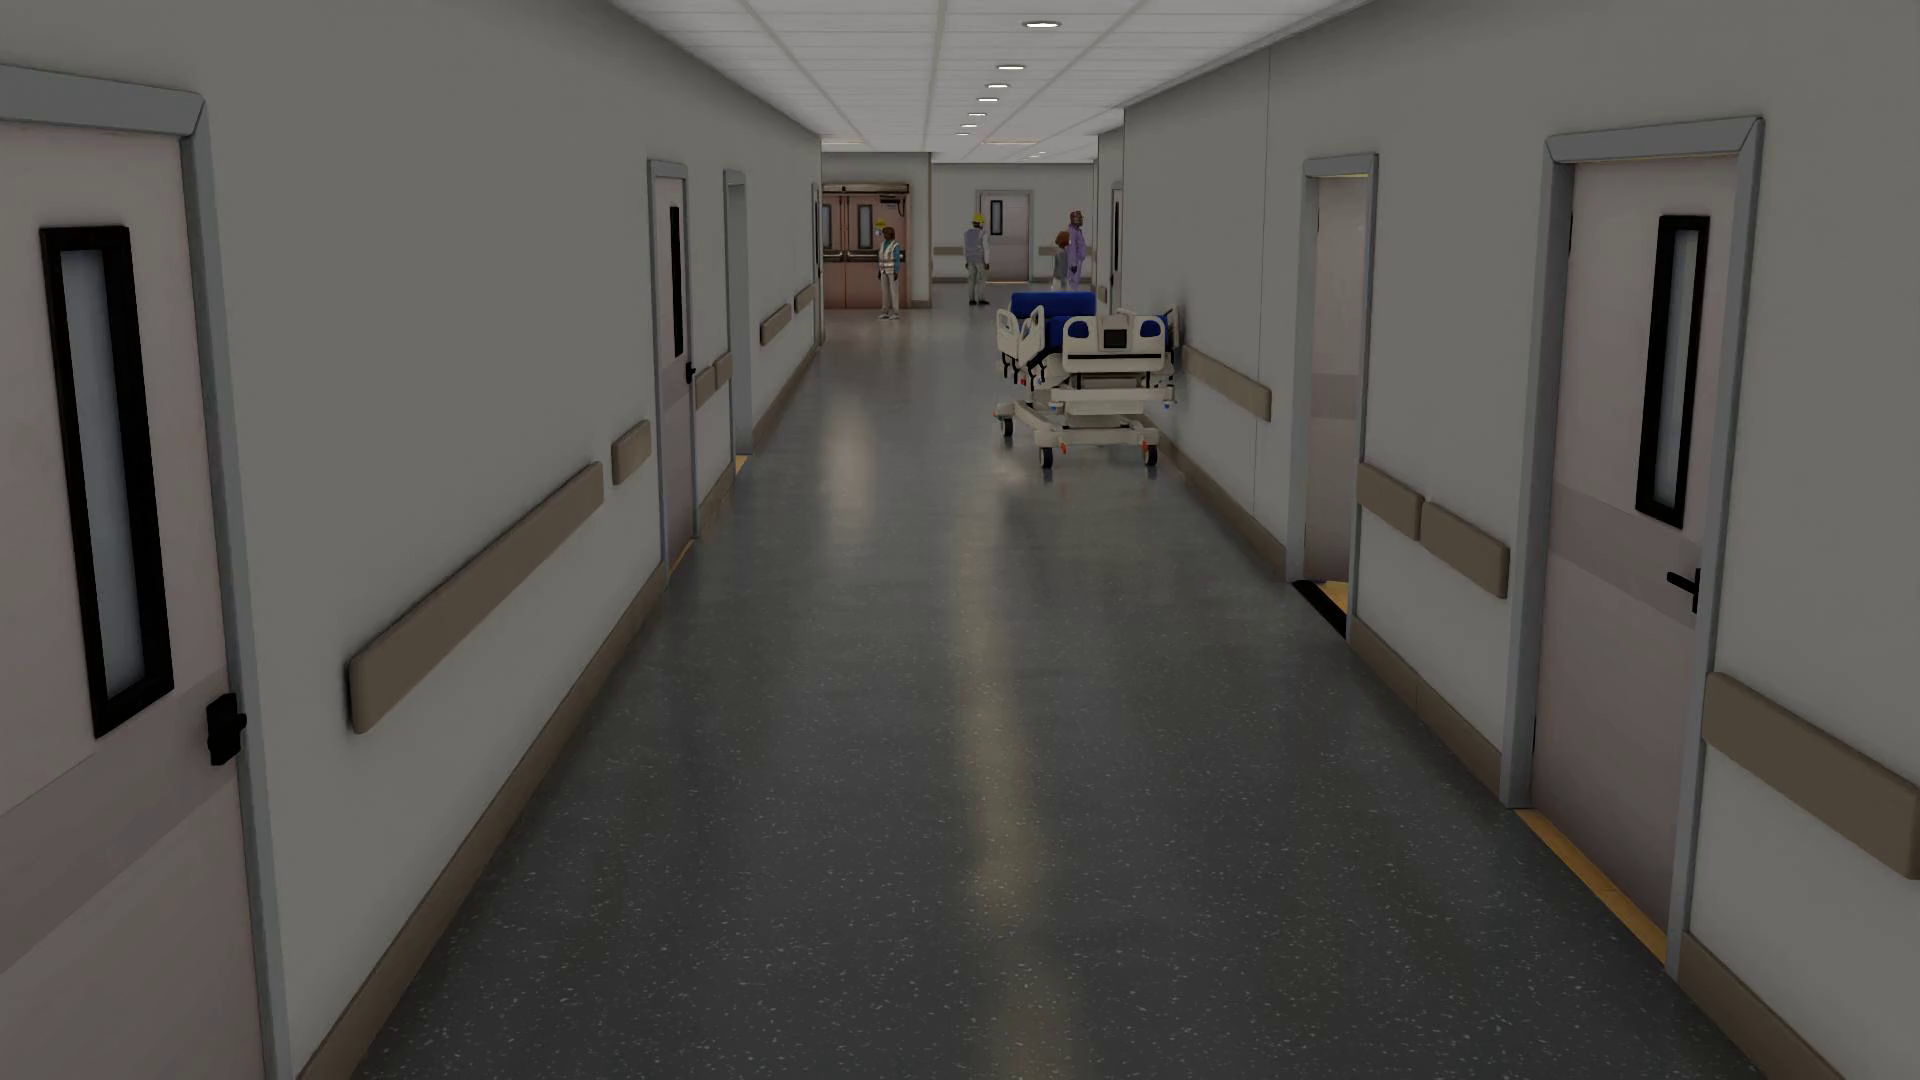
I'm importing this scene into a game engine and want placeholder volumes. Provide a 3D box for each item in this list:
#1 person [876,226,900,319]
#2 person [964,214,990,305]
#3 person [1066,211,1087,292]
[{"bbox_3d":[-1.267,-4.754,29.633,0.514,1.644,0.308,11,16,42],"label":"person"},{"bbox_3d":[0.356,-5.656,33.569,0.593,1.833,0.403,9,14,36],"label":"person"},{"bbox_3d":[2.138,-5.094,30.636,0.407,1.913,0.641,2,12,9],"label":"person"}]
